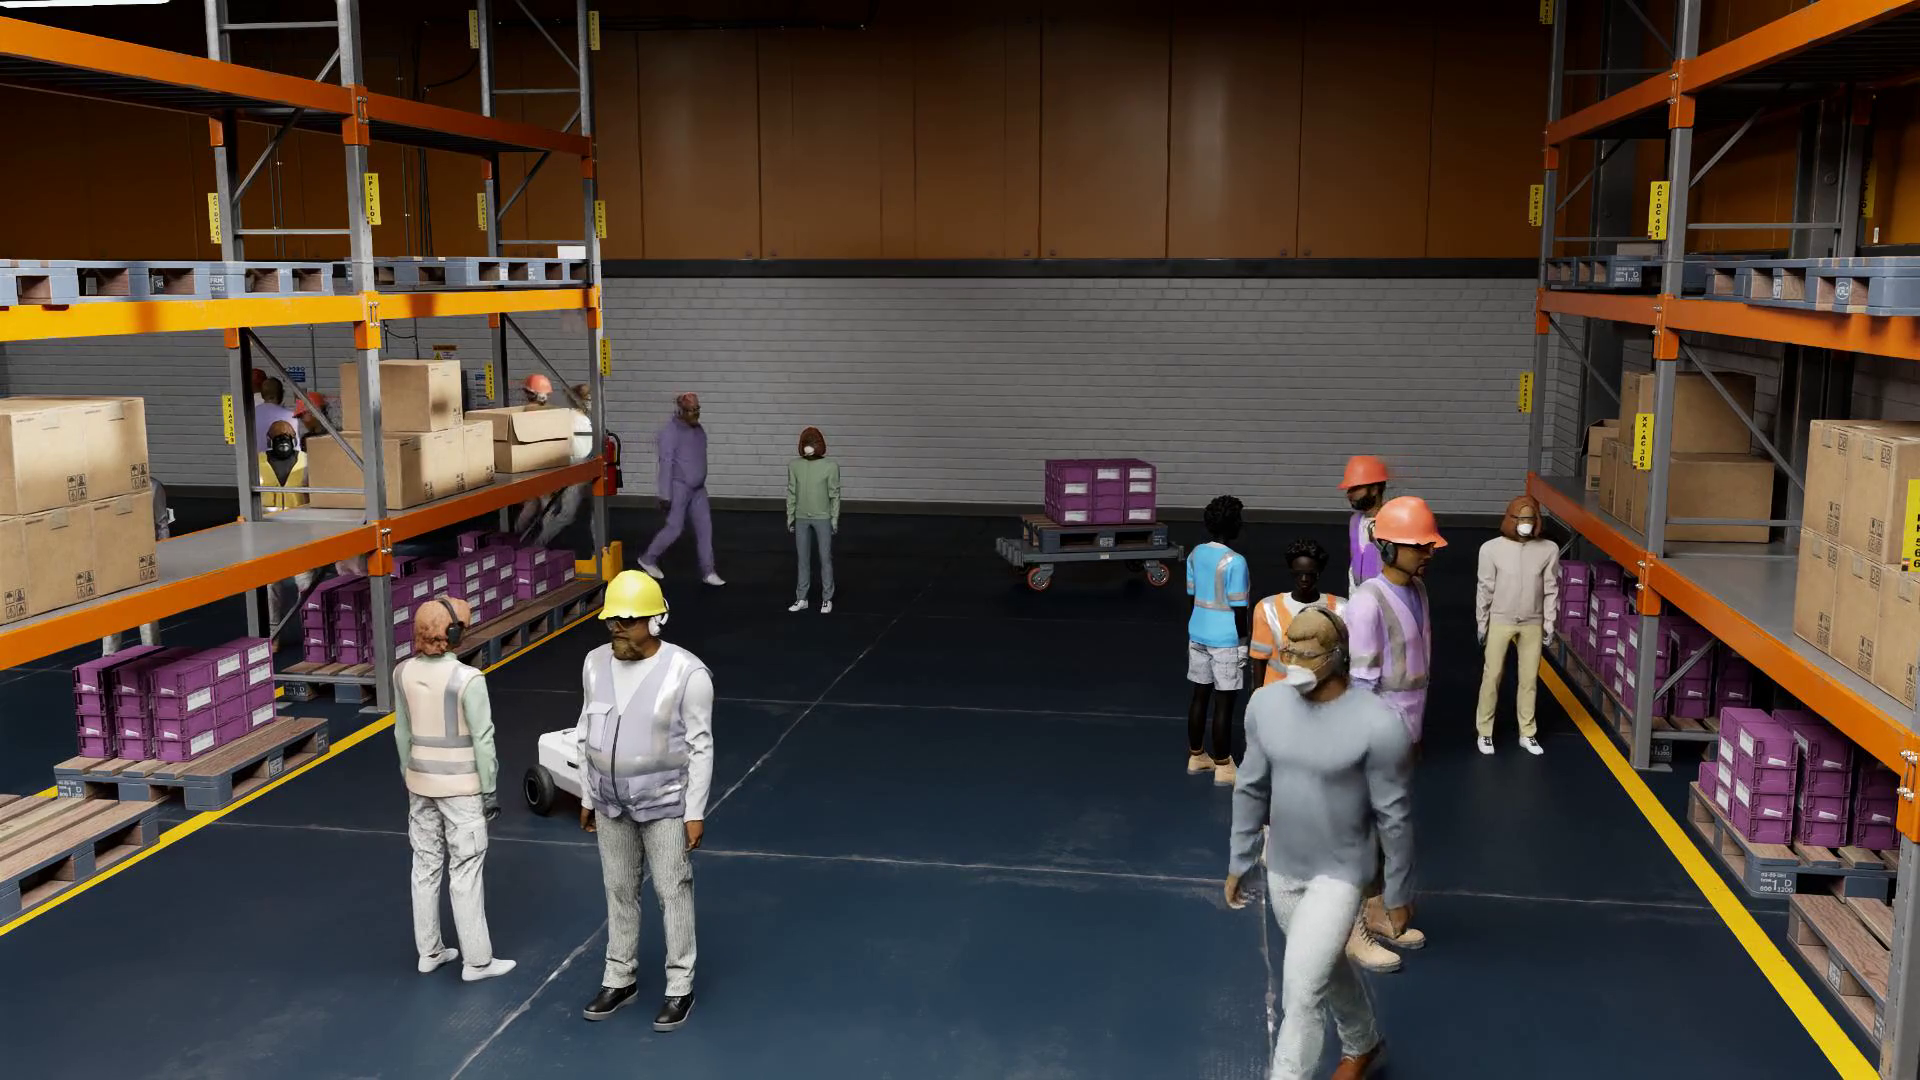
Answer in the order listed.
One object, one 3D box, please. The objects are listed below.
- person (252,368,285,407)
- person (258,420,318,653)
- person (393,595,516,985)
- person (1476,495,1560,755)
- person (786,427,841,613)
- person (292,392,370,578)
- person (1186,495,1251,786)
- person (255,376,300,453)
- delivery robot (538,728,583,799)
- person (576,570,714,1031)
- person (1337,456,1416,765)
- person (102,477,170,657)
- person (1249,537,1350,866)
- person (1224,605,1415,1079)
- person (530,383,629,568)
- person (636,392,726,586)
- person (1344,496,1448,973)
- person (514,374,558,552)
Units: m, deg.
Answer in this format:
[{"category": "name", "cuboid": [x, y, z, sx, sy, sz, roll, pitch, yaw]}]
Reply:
[{"category": "person", "cuboid": [-7.980, -1.019, 19.016, 0.356, 1.885, 0.574, 9, 13, 43]}, {"category": "person", "cuboid": [-5.283, -0.024, 13.055, 0.633, 1.837, 0.429, -3, 10, -19]}, {"category": "person", "cuboid": [-2.151, 1.050, 7.002, 0.512, 1.642, 0.312, 5, 10, 27]}, {"category": "person", "cuboid": [3.431, 0.529, 10.276, 0.492, 1.625, 0.284, 0, 9, 1]}, {"category": "person", "cuboid": [-1.290, -0.173, 14.571, 0.505, 1.632, 0.281, 3, 10, 17]}, {"category": "person", "cuboid": [-5.472, -0.319, 14.496, 0.645, 1.947, 0.533, 5, 11, 29]}, {"category": "person", "cuboid": [1.518, 0.582, 9.718, 0.318, 1.696, 0.537, -5, 10, -26]}, {"category": "person", "cuboid": [-6.868, -0.671, 16.718, 0.630, 1.937, 0.391, 4, 10, 22]}, {"category": "delivery robot", "cuboid": [-2.007, 1.207, 9.083, 0.477, 0.478, 0.707, -8, 12, -40]}, {"category": "person", "cuboid": [-1.264, 1.022, 6.587, 0.591, 1.833, 0.403, 3, 10, 20]}, {"category": "person", "cuboid": [2.475, 0.448, 9.926, 0.630, 1.902, 0.546, -4, 10, -25]}, {"category": "person", "cuboid": [-6.026, 0.143, 12.005, 0.596, 1.831, 0.403, -3, 10, -17]}, {"category": "person", "cuboid": [1.708, 0.817, 8.302, 0.537, 1.690, 0.322, 1, 9, 9]}, {"category": "person", "cuboid": [1.247, 1.135, 5.749, 1.036, 1.887, 0.635, -8, 12, -40]}, {"category": "person", "cuboid": [-3.859, -0.615, 16.512, 0.956, 1.901, 0.629, 0, 9, -2]}, {"category": "person", "cuboid": [-2.680, -0.492, 15.855, 0.873, 1.865, 0.683, 6, 11, 31]}, {"category": "person", "cuboid": [1.877, 0.820, 7.182, 0.391, 2.040, 0.615, 7, 11, 36]}, {"category": "person", "cuboid": [-4.272, -0.671, 16.592, 0.634, 1.963, 0.674, 5, 10, 26]}]
